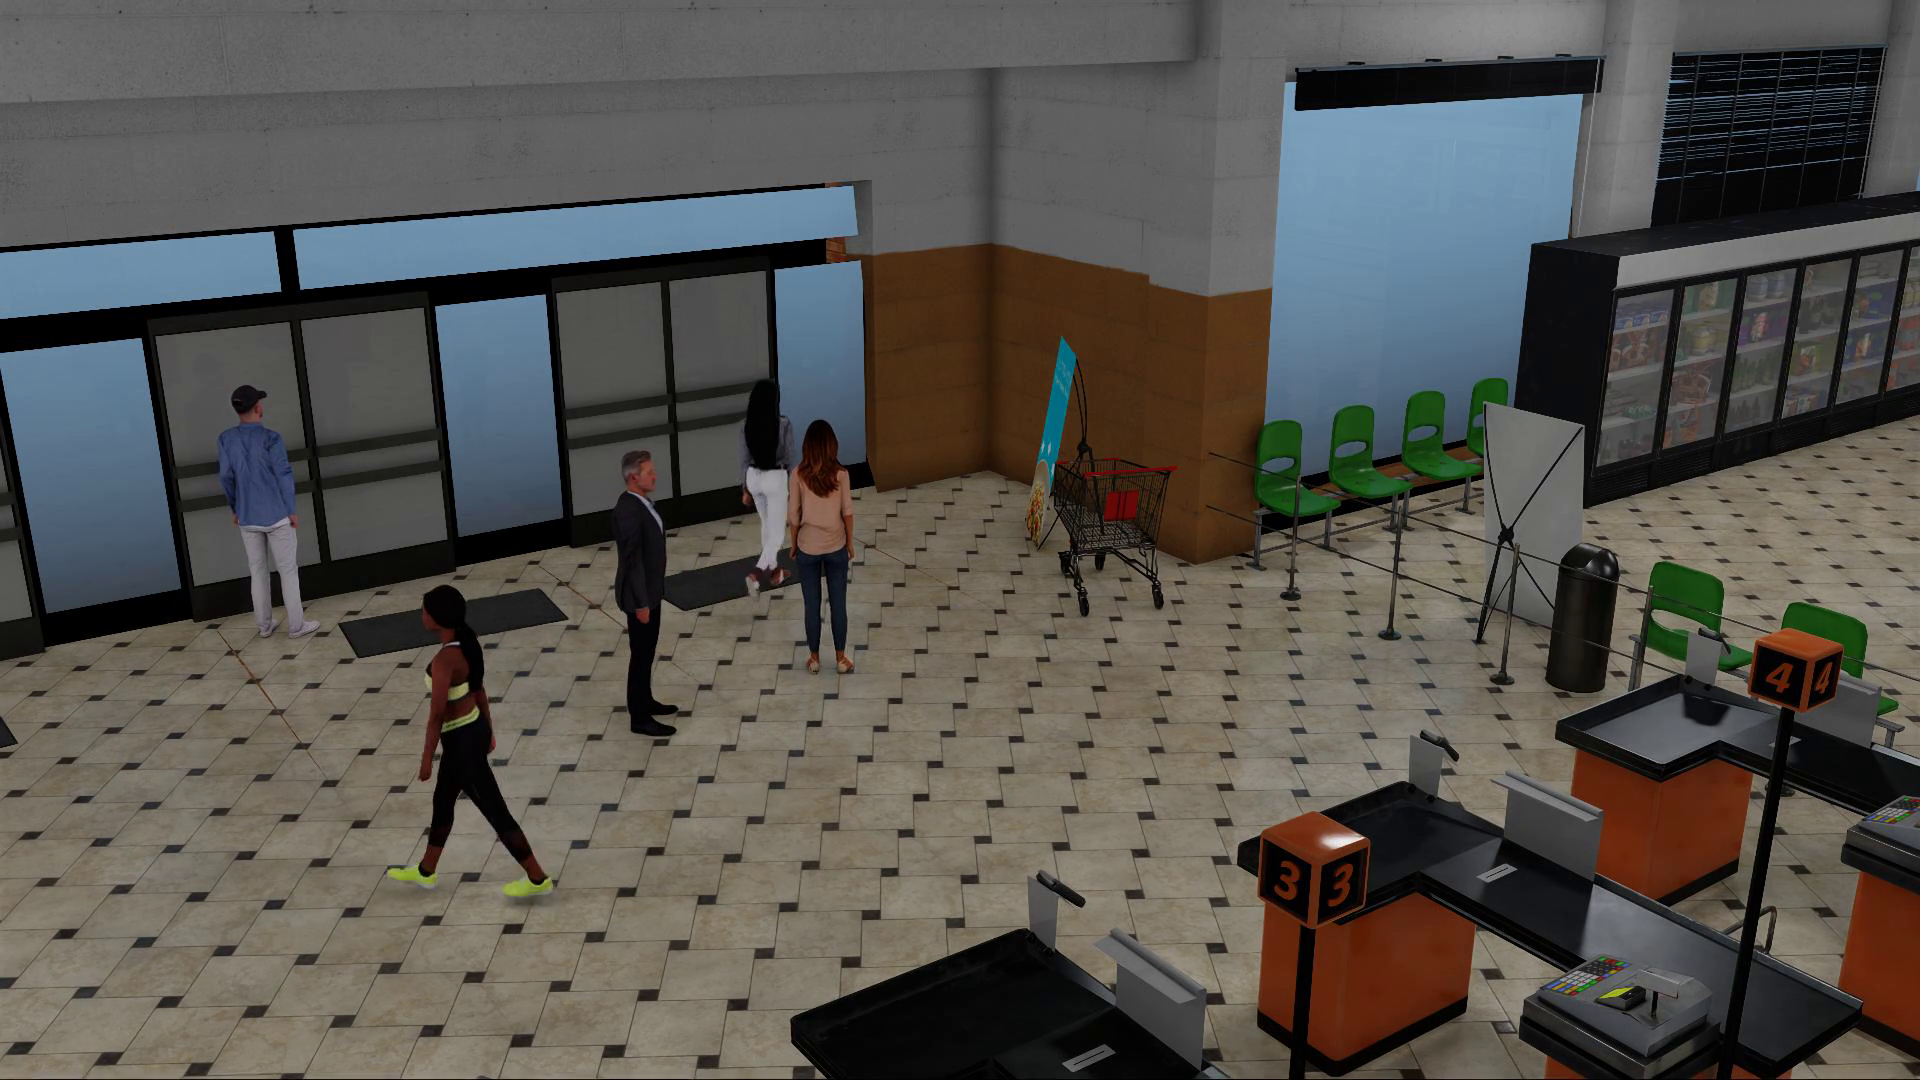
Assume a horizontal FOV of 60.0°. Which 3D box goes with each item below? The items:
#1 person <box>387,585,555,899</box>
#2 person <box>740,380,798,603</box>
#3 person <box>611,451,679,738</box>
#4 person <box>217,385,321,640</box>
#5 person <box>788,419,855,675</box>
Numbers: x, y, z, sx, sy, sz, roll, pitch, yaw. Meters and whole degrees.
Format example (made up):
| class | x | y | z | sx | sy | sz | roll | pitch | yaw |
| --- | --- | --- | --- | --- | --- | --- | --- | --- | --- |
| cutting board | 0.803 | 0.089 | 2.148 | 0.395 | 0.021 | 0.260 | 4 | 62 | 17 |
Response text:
| class | x | y | z | sx | sy | sz | roll | pitch | yaw |
| --- | --- | --- | --- | --- | --- | --- | --- | --- | --- |
| person | -2.425 | 1.087 | 8.451 | 1.102 | 1.704 | 1.110 | 2 | 19 | 5 |
| person | -1.489 | -0.348 | 12.720 | 1.115 | 1.696 | 1.082 | 6 | 19 | 16 |
| person | -2.009 | 0.312 | 10.542 | 0.870 | 1.836 | 0.721 | -2 | 19 | -6 |
| person | -5.006 | -0.198 | 11.974 | 0.742 | 1.888 | 0.783 | 2 | 19 | 5 |
| person | -0.949 | 0.054 | 11.381 | 0.706 | 1.790 | 0.734 | -1 | 19 | -3 |
